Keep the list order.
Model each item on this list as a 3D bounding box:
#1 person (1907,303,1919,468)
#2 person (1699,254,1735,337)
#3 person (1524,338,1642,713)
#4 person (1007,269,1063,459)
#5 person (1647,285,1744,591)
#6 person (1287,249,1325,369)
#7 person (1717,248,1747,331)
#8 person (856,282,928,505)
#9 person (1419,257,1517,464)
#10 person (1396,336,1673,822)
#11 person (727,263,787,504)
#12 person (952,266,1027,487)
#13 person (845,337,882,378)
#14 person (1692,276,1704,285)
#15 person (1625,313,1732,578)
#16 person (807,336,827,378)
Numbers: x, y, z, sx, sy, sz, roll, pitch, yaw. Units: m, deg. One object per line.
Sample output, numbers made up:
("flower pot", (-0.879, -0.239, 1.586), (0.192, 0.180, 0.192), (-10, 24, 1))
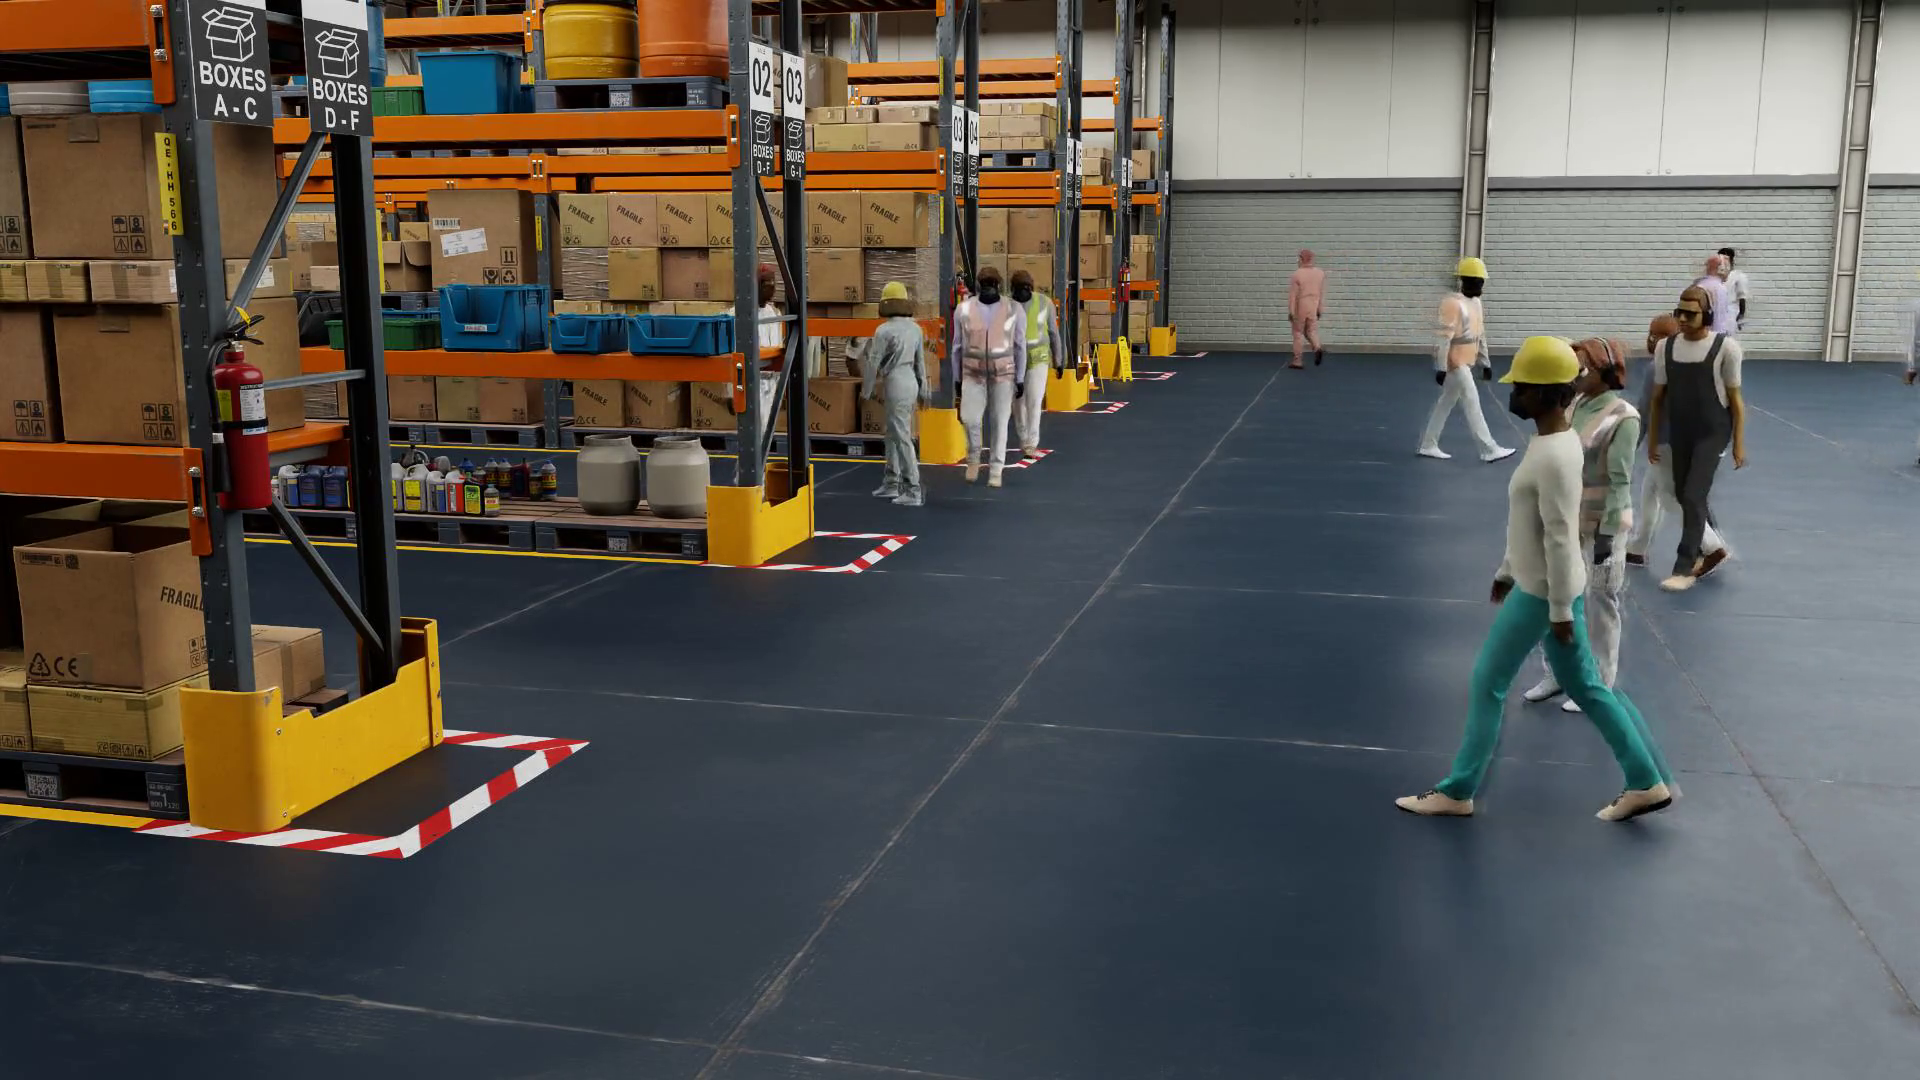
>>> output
("person", (8.869, -1.540, 14.895), (0.577, 1.814, 0.631), (-2, 11, -13))
("person", (8.075, -2.121, 17.898), (0.680, 1.890, 0.690), (2, 10, 11))
("person", (2.657, -0.051, 7.134), (0.478, 1.622, 0.527), (-3, 11, -15))
("person", (0.627, -1.675, 15.768), (0.661, 1.778, 0.990), (2, 10, 8))
("person", (4.416, -0.618, 9.893), (0.816, 1.801, 0.532), (-7, 12, -34))
("person", (5.474, -3.646, 26.338), (0.666, 1.892, 0.535), (-4, 11, -23))
("person", (10.864, -3.222, 23.897), (0.920, 1.927, 0.612), (-4, 11, -23))
("person", (-0.549, -1.134, 12.921), (0.713, 1.713, 0.497), (7, 12, 33))
("person", (4.695, -1.646, 15.302), (0.974, 1.871, 0.613), (8, 13, 38))
("person", (2.065, 0.152, 5.777), (0.903, 1.723, 0.525), (4, 11, 22))
("person", (-1.484, -1.120, 12.402), (0.416, 1.868, 0.600), (6, 12, 29))
("person", (0.242, -1.343, 13.765), (0.625, 1.829, 0.440), (1, 10, 5))
("person", (-1.120, -2.471, 19.476), (0.571, 2.021, 0.693), (8, 13, 39))
("person", (8.224, -2.104, 18.509), (0.514, 1.641, 0.307), (-1, 10, -6))
("person", (4.386, -0.582, 10.177), (0.501, 1.602, 0.788), (-8, 13, -38))
("person", (-1.669, -2.284, 18.866), (0.311, 1.869, 0.534), (4, 11, 21))
